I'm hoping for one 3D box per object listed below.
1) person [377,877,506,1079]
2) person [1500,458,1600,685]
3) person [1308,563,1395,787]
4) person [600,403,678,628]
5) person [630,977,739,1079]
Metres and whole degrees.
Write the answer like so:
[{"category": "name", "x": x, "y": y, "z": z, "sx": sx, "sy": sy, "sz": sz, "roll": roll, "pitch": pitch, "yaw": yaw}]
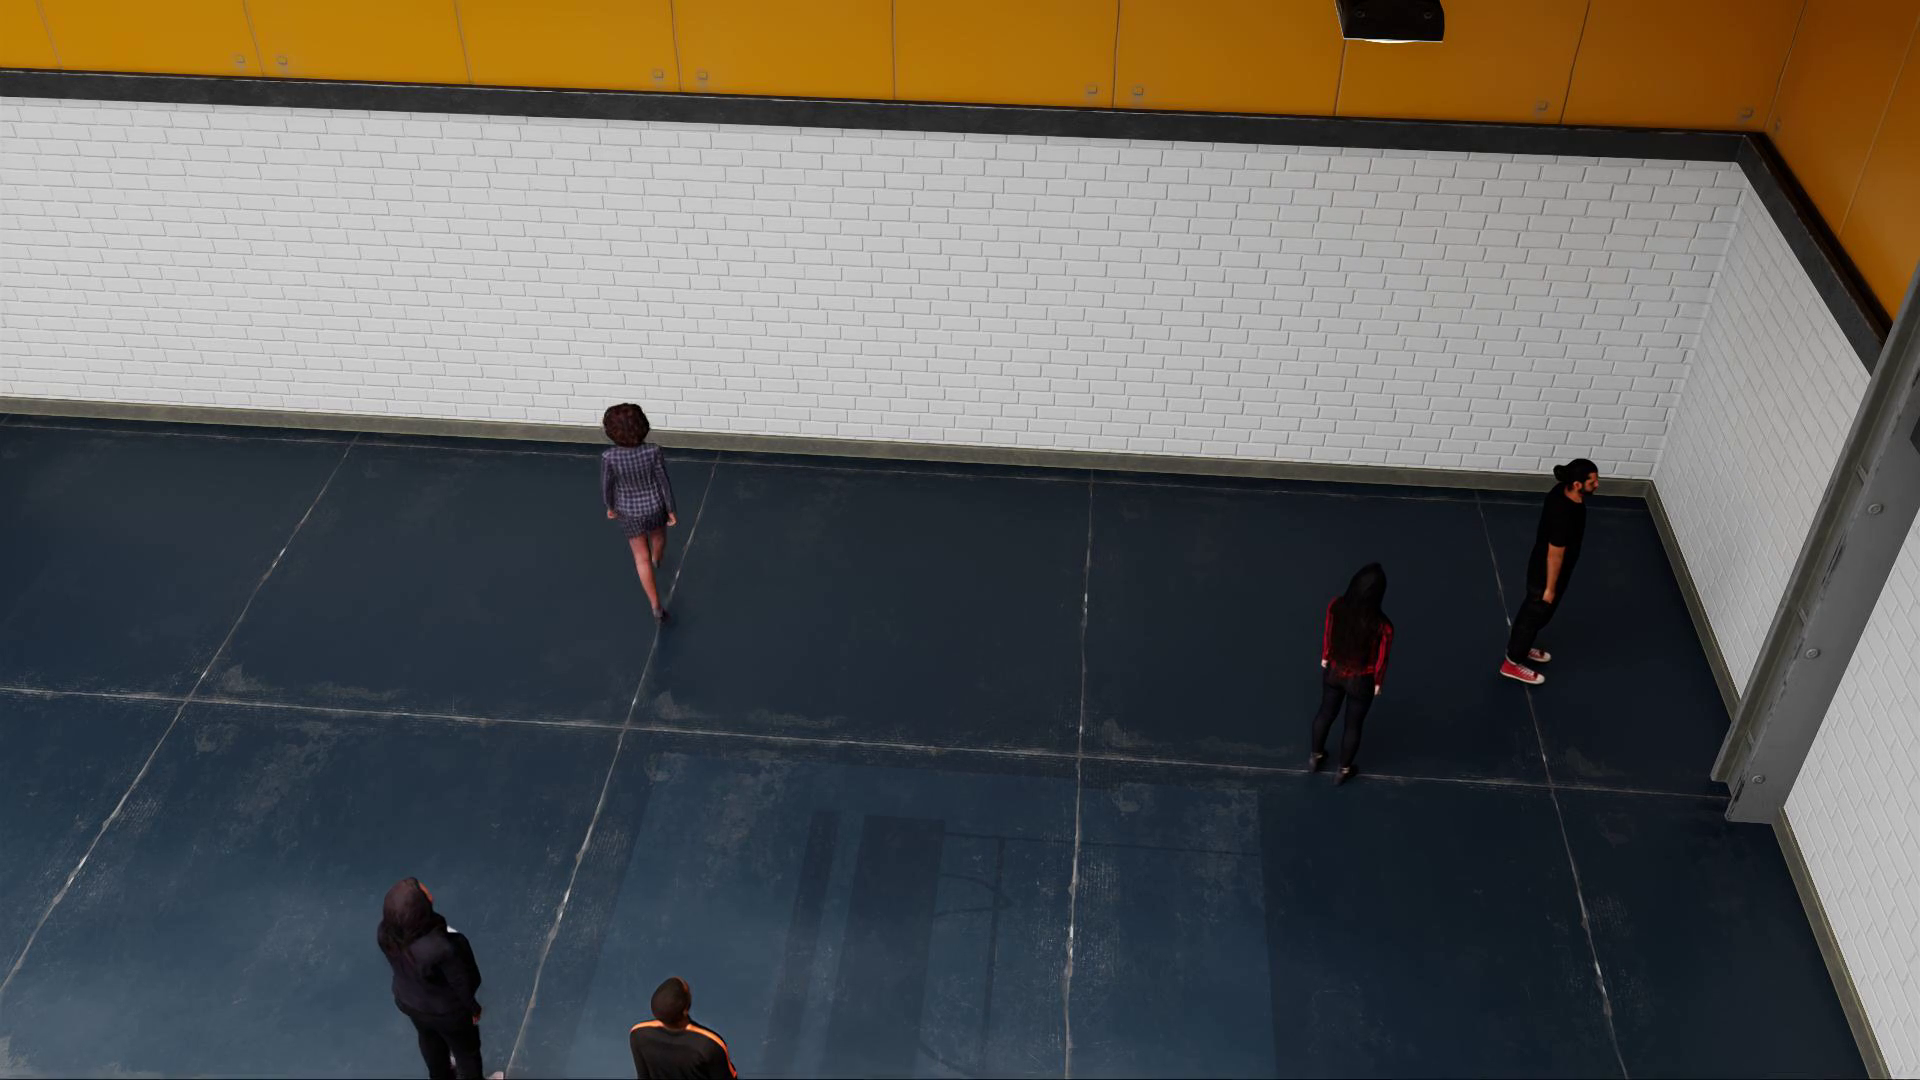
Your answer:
[{"category": "person", "x": -2.635, "y": 2.305, "z": 8.358, "sx": 0.729, "sy": 1.615, "sz": 0.734, "roll": 16, "pitch": 41, "yaw": 19}, {"category": "person", "x": 3.864, "y": 0.177, "z": 10.909, "sx": 0.724, "sy": 1.757, "sz": 0.566, "roll": 11, "pitch": 40, "yaw": 14}, {"category": "person", "x": 2.383, "y": 0.836, "z": 10.169, "sx": 0.659, "sy": 1.651, "sz": 0.674, "roll": 25, "pitch": 45, "yaw": 28}, {"category": "person", "x": -2.171, "y": -0.118, "z": 11.374, "sx": 0.869, "sy": 1.636, "sz": 1.155, "roll": -8, "pitch": 39, "yaw": -9}, {"category": "person", "x": -1.255, "y": 2.639, "z": 7.785, "sx": 0.628, "sy": 1.808, "sz": 0.540, "roll": 6, "pitch": 39, "yaw": 7}]
